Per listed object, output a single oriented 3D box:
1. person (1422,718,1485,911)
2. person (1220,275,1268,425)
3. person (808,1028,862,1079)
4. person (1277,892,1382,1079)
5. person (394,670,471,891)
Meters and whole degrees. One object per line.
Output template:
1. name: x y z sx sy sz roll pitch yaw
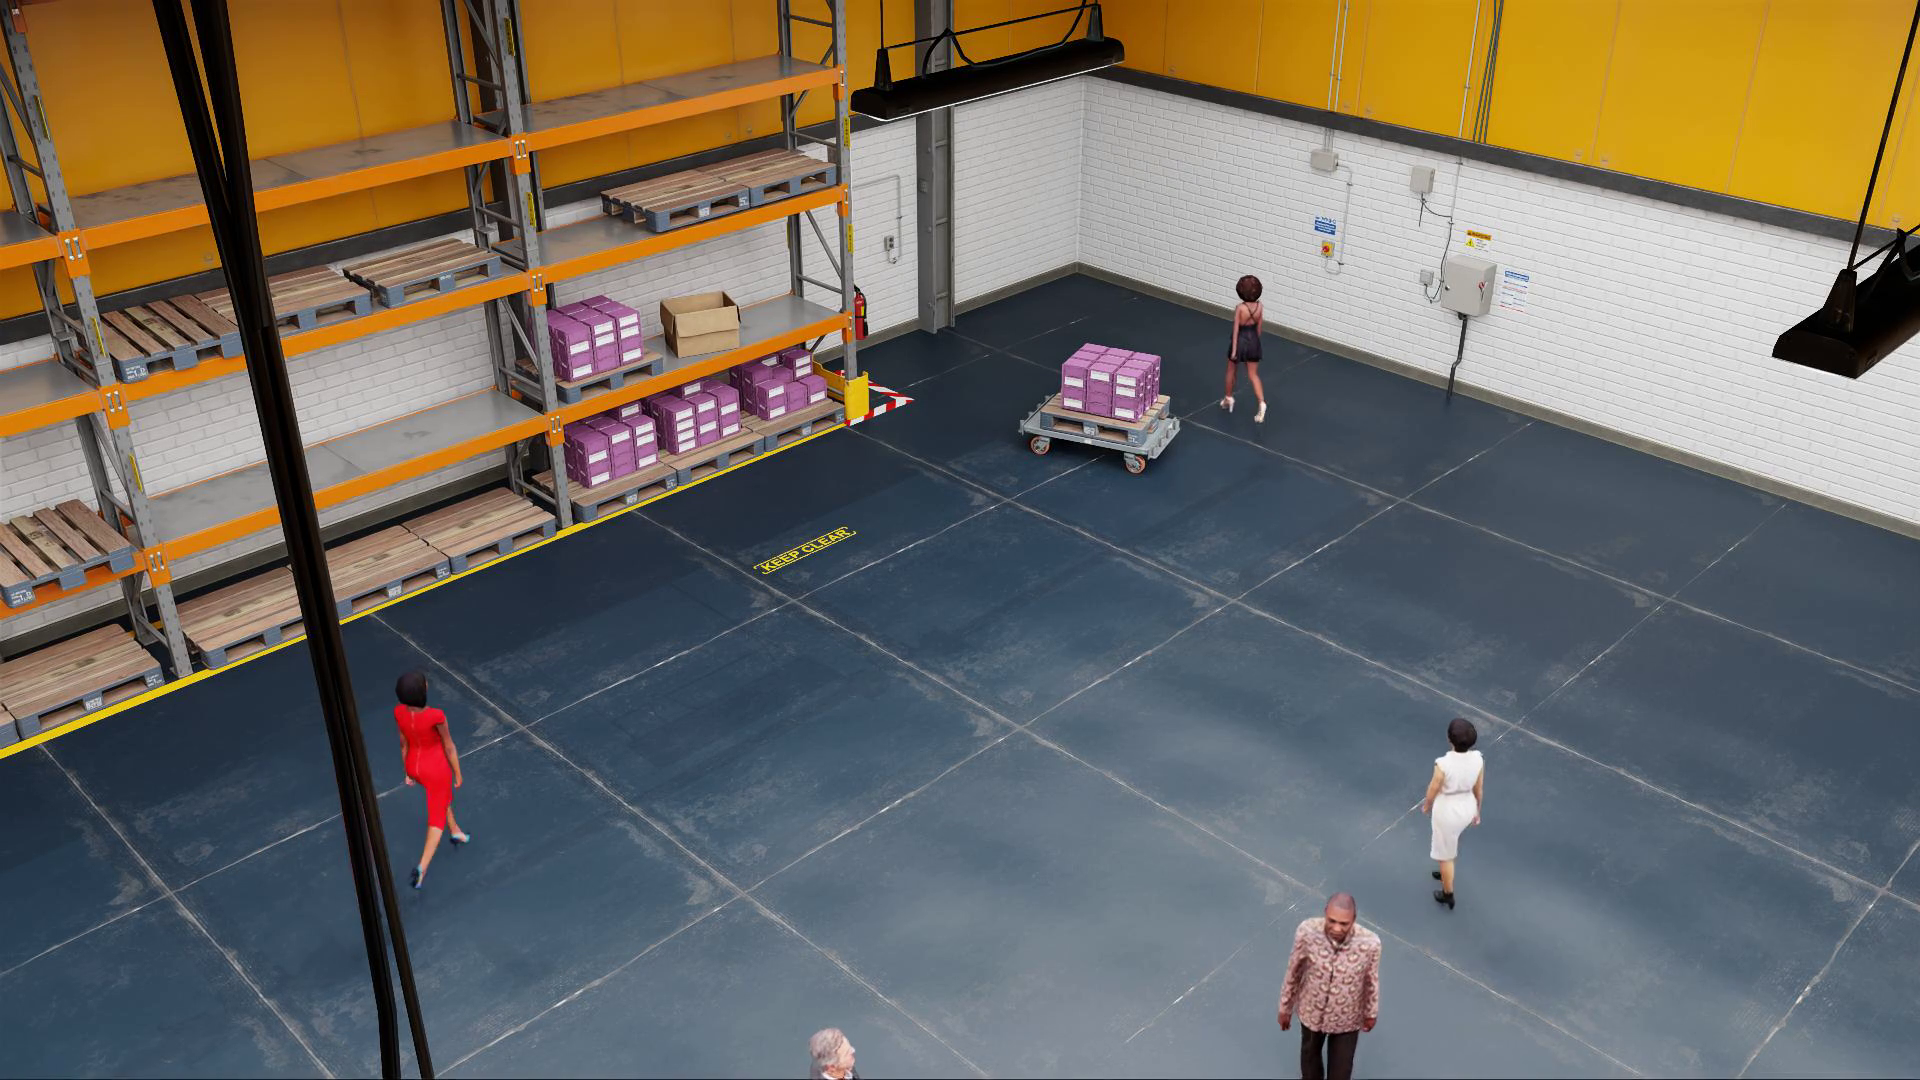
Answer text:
1. person: 3.541 1.997 11.827 0.666 1.538 0.707 -11 30 -19
2. person: 3.350 -2.169 19.235 1.098 1.758 0.917 -11 30 -19
3. person: -0.665 3.343 9.041 0.874 1.843 0.768 4 29 8
4. person: 2.263 2.794 10.106 0.872 1.788 0.911 11 30 19
5. person: -3.886 1.756 12.088 0.918 1.711 1.157 8 30 15
